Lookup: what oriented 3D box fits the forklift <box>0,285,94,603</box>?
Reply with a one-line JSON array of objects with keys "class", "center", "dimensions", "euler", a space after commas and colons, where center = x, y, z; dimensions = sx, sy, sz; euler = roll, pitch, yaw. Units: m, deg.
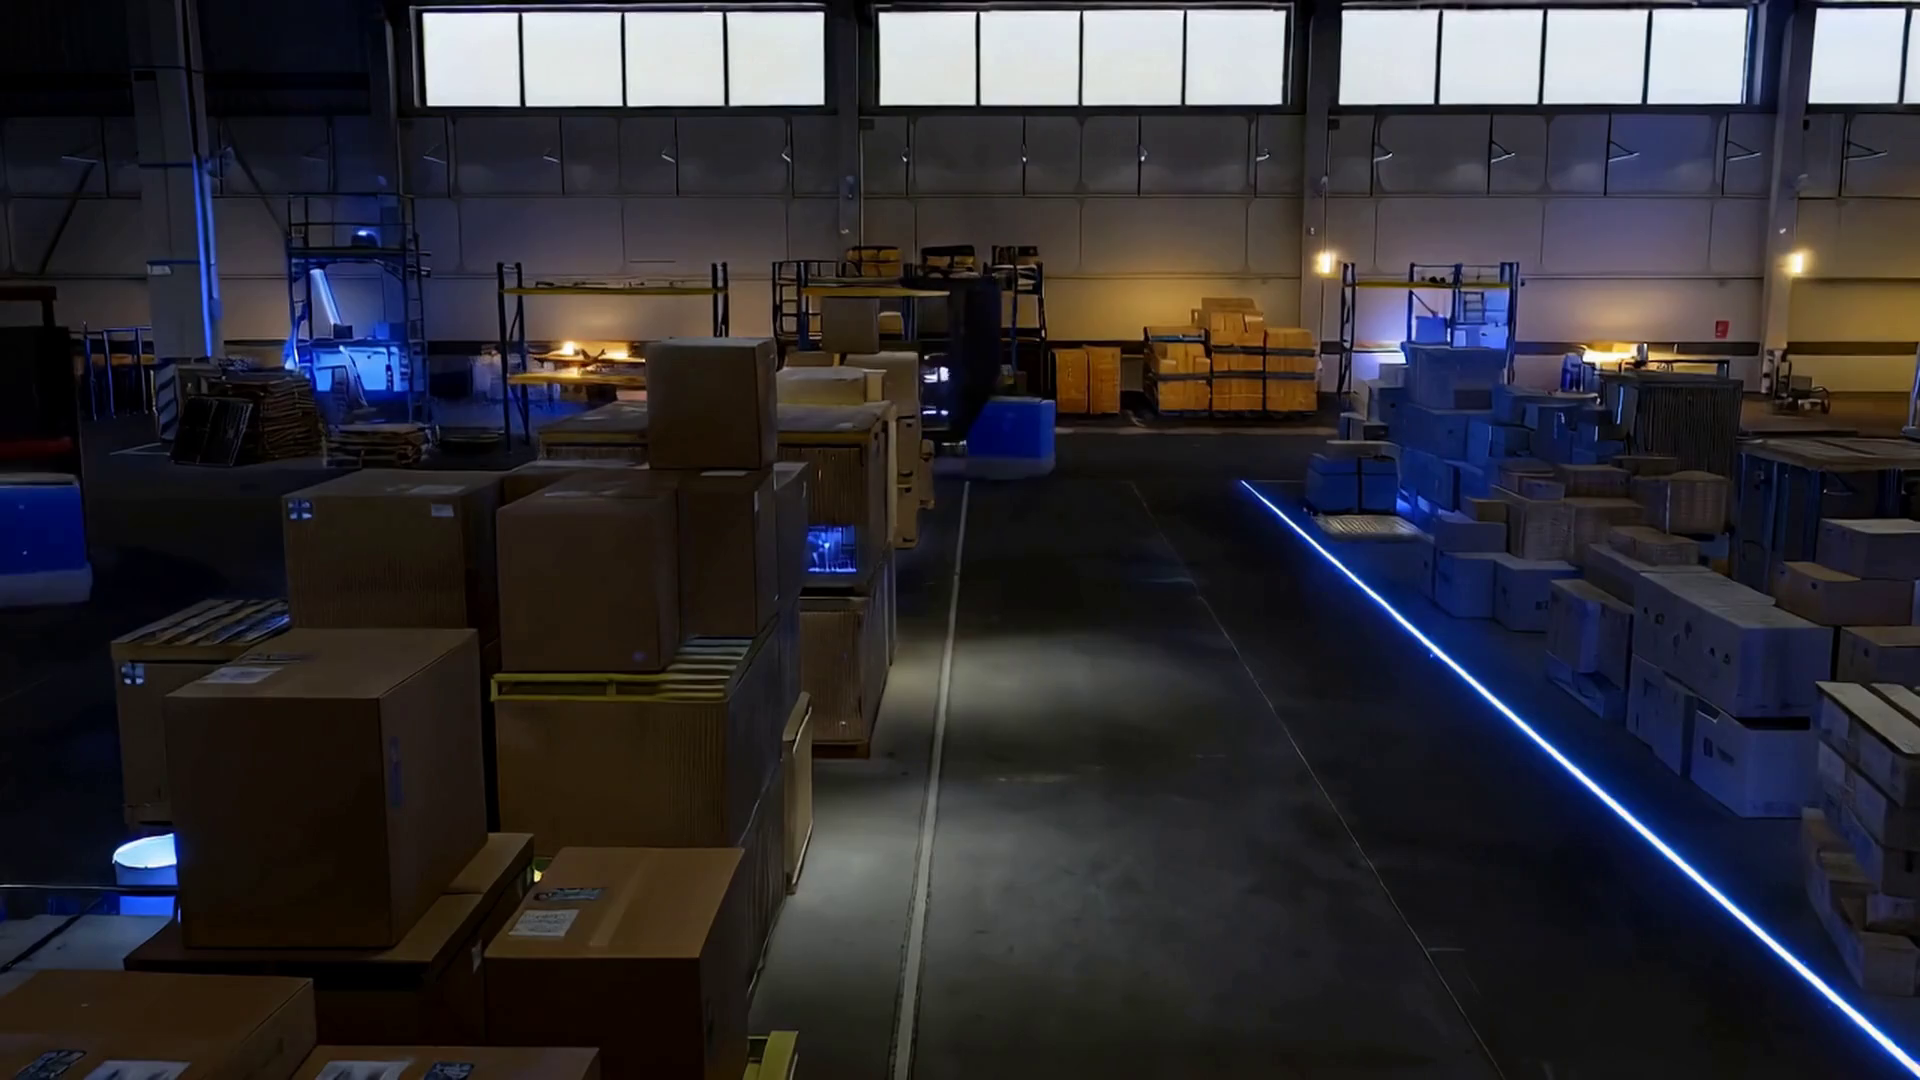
[{"class": "forklift", "center": [-8.658, -0.926, 15.185], "dimensions": [1.129, 2.768, 1.873], "euler": [-5, 11, -27]}]

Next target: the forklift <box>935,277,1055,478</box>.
[{"class": "forklift", "center": [0.361, -2.353, 23.727], "dimensions": [1.873, 2.768, 1.129], "euler": [3, 10, 16]}]
